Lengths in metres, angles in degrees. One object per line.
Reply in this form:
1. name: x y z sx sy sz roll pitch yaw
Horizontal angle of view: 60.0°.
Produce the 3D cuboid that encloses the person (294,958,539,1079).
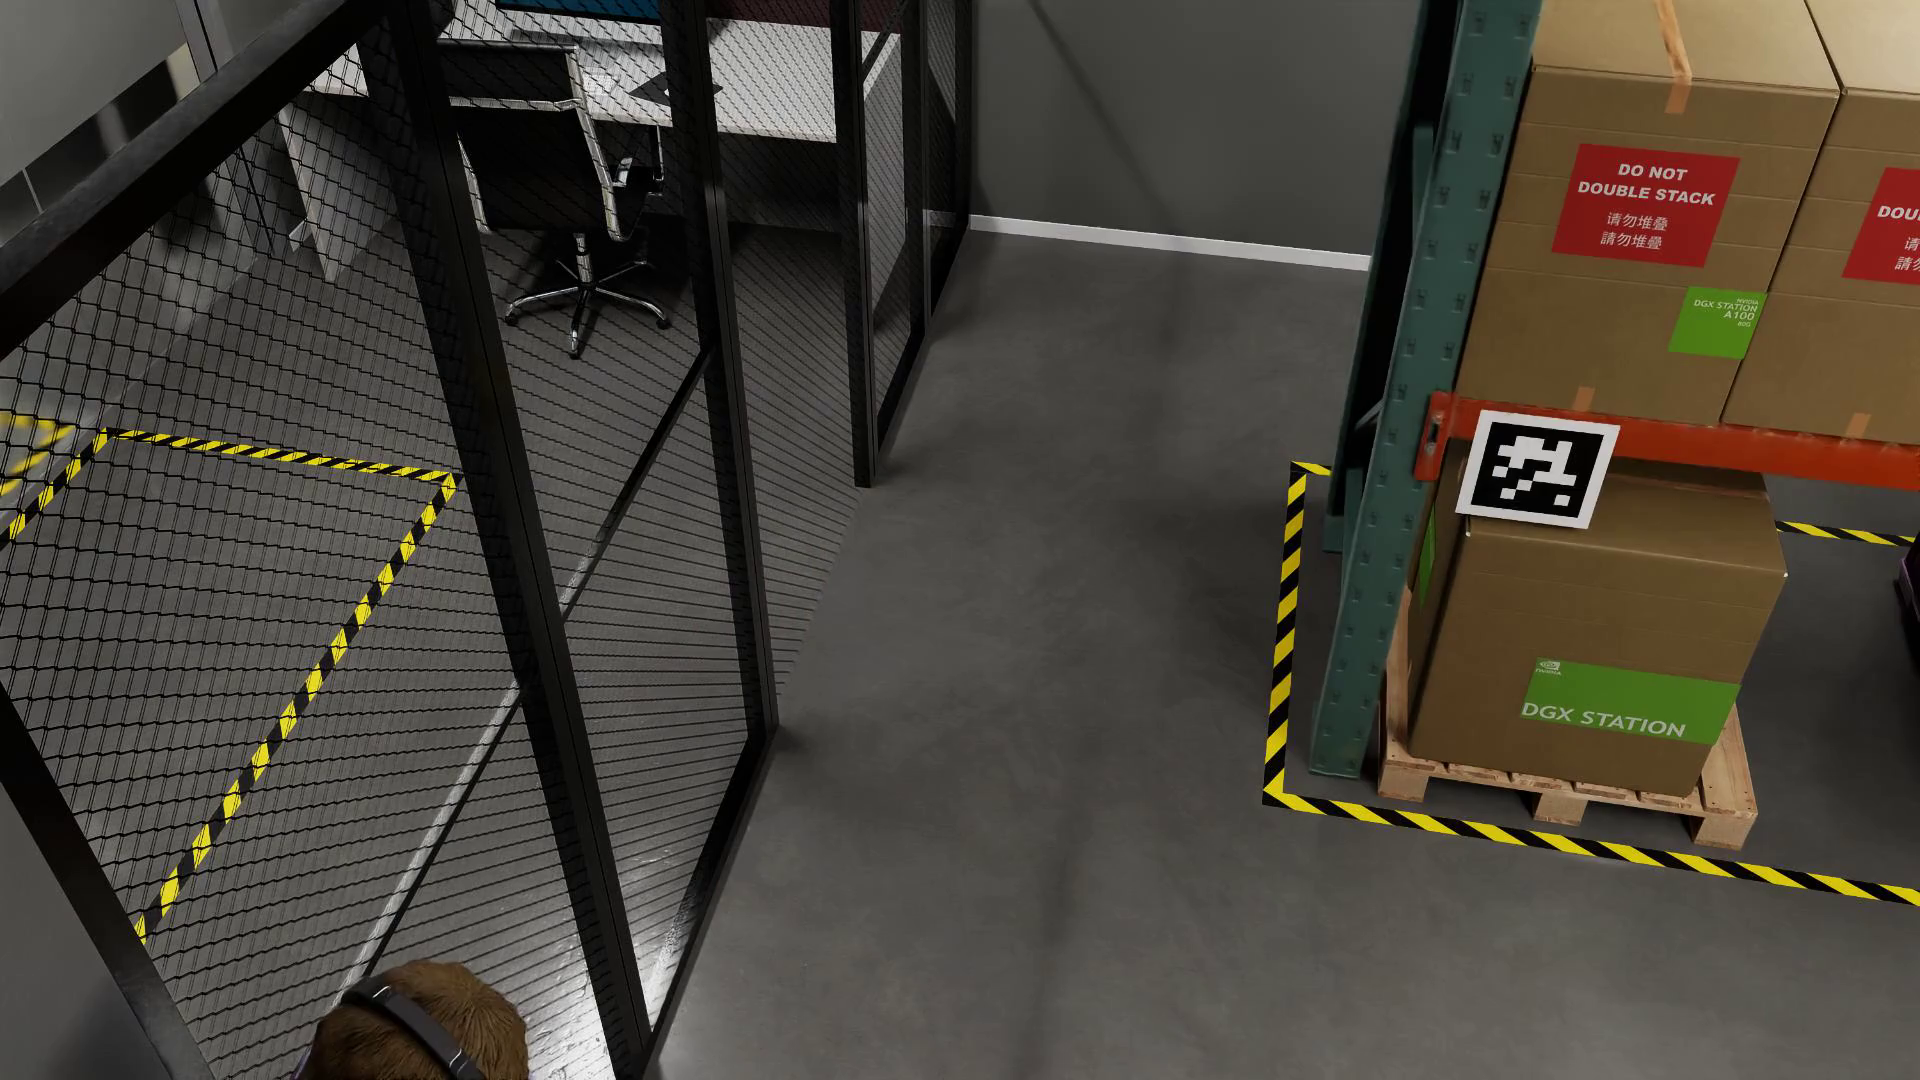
1. person: -0.518 1.155 2.167 0.627 1.941 0.371 19 45 21
